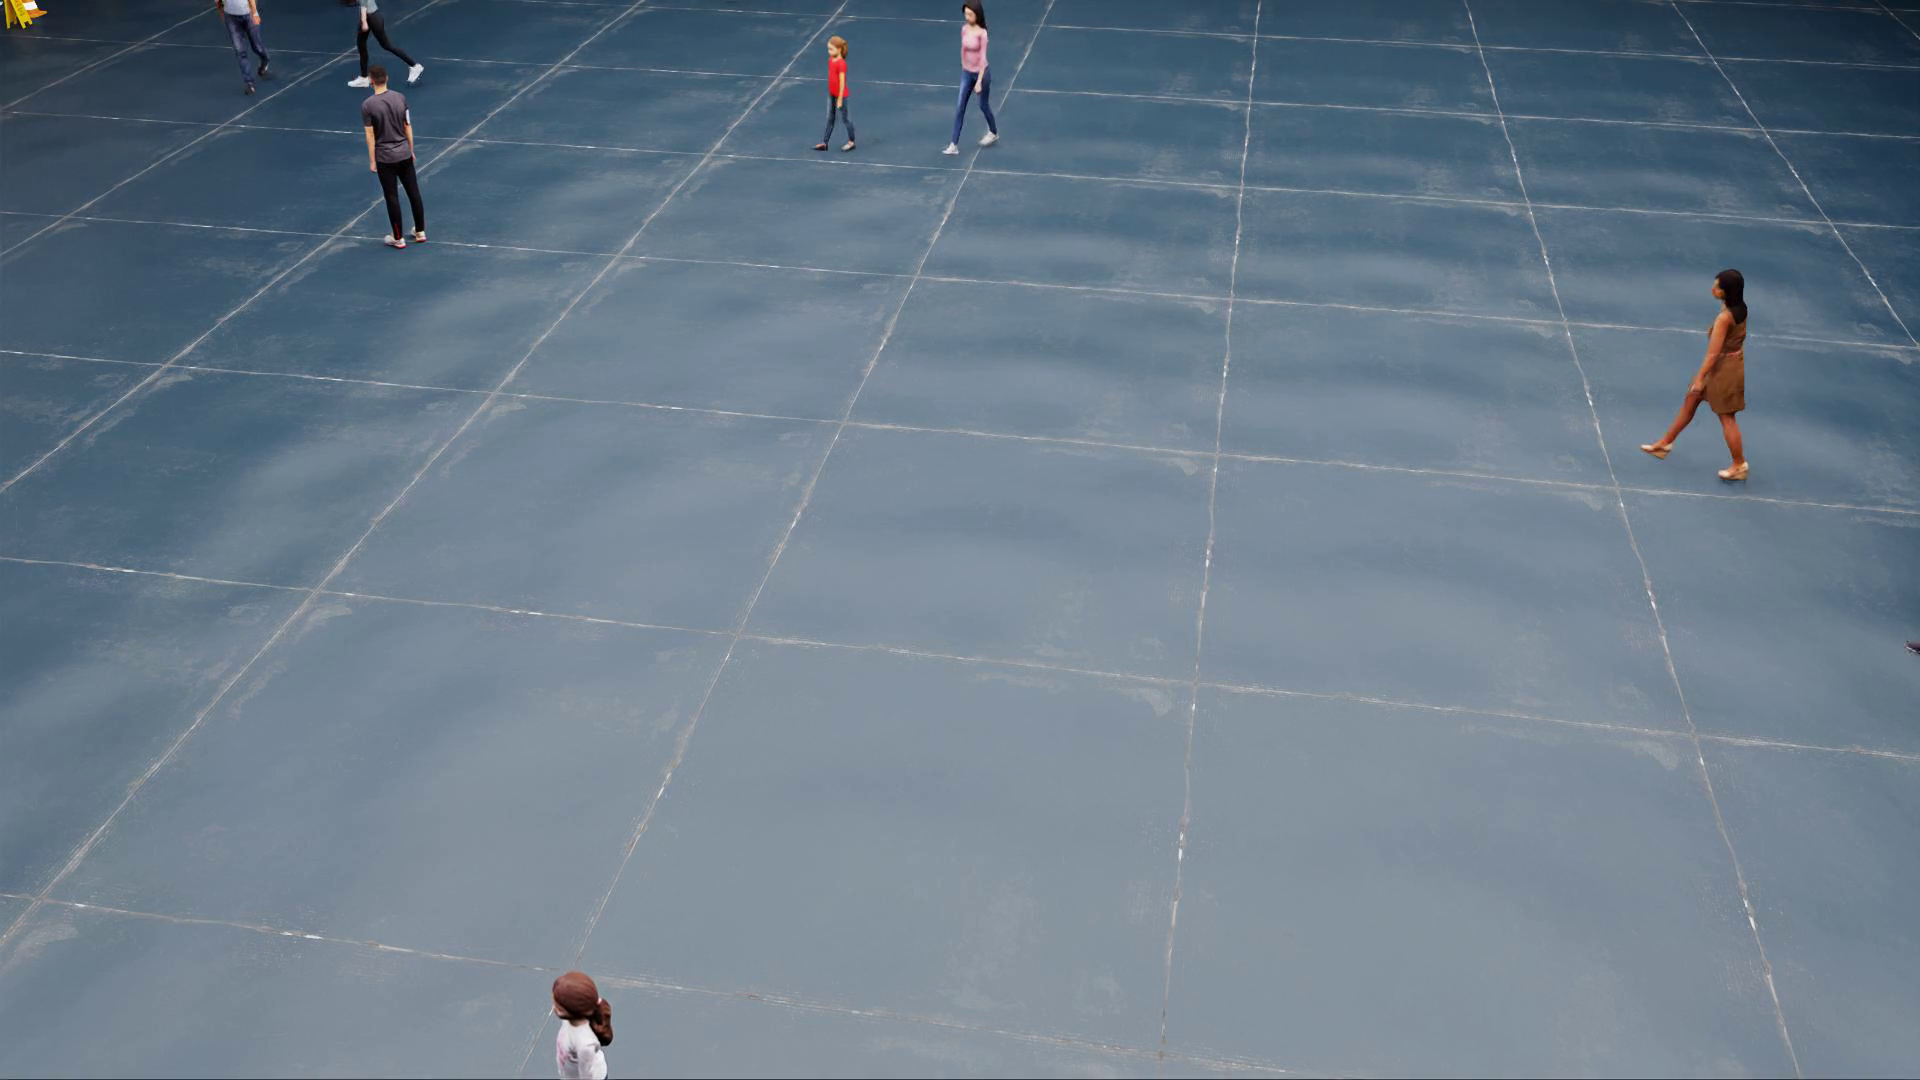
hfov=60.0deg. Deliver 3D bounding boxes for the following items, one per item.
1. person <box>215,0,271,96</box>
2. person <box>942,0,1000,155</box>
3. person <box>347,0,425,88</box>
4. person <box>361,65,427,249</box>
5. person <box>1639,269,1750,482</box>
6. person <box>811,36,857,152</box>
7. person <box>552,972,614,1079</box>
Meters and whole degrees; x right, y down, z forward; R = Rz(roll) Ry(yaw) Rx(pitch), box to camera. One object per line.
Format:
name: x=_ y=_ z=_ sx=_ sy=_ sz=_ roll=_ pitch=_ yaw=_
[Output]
person: x=-8.835 y=-6.465 z=20.475 sx=1.101 sy=1.828 sz=0.897 roll=-2 pitch=32 yaw=-3
person: x=0.243 y=-5.156 z=18.532 sx=1.103 sy=1.688 sz=1.165 roll=-27 pitch=41 yaw=-36
person: x=-7.182 y=-6.432 z=20.541 sx=1.233 sy=1.703 sz=0.960 roll=-11 pitch=34 yaw=-16
person: x=-5.528 y=-3.743 z=16.222 sx=0.717 sy=1.763 sz=0.703 roll=27 pitch=41 yaw=36
person: x=5.703 y=-1.176 z=12.269 sx=1.086 sy=1.638 sz=0.796 roll=19 pitch=37 yaw=28
person: x=-1.308 y=-4.994 z=18.644 sx=0.839 sy=1.295 sz=0.779 roll=-20 pitch=37 yaw=-28
person: x=-1.621 y=2.302 z=7.250 sx=0.572 sy=1.111 sz=0.523 roll=-12 pitch=34 yaw=-18
